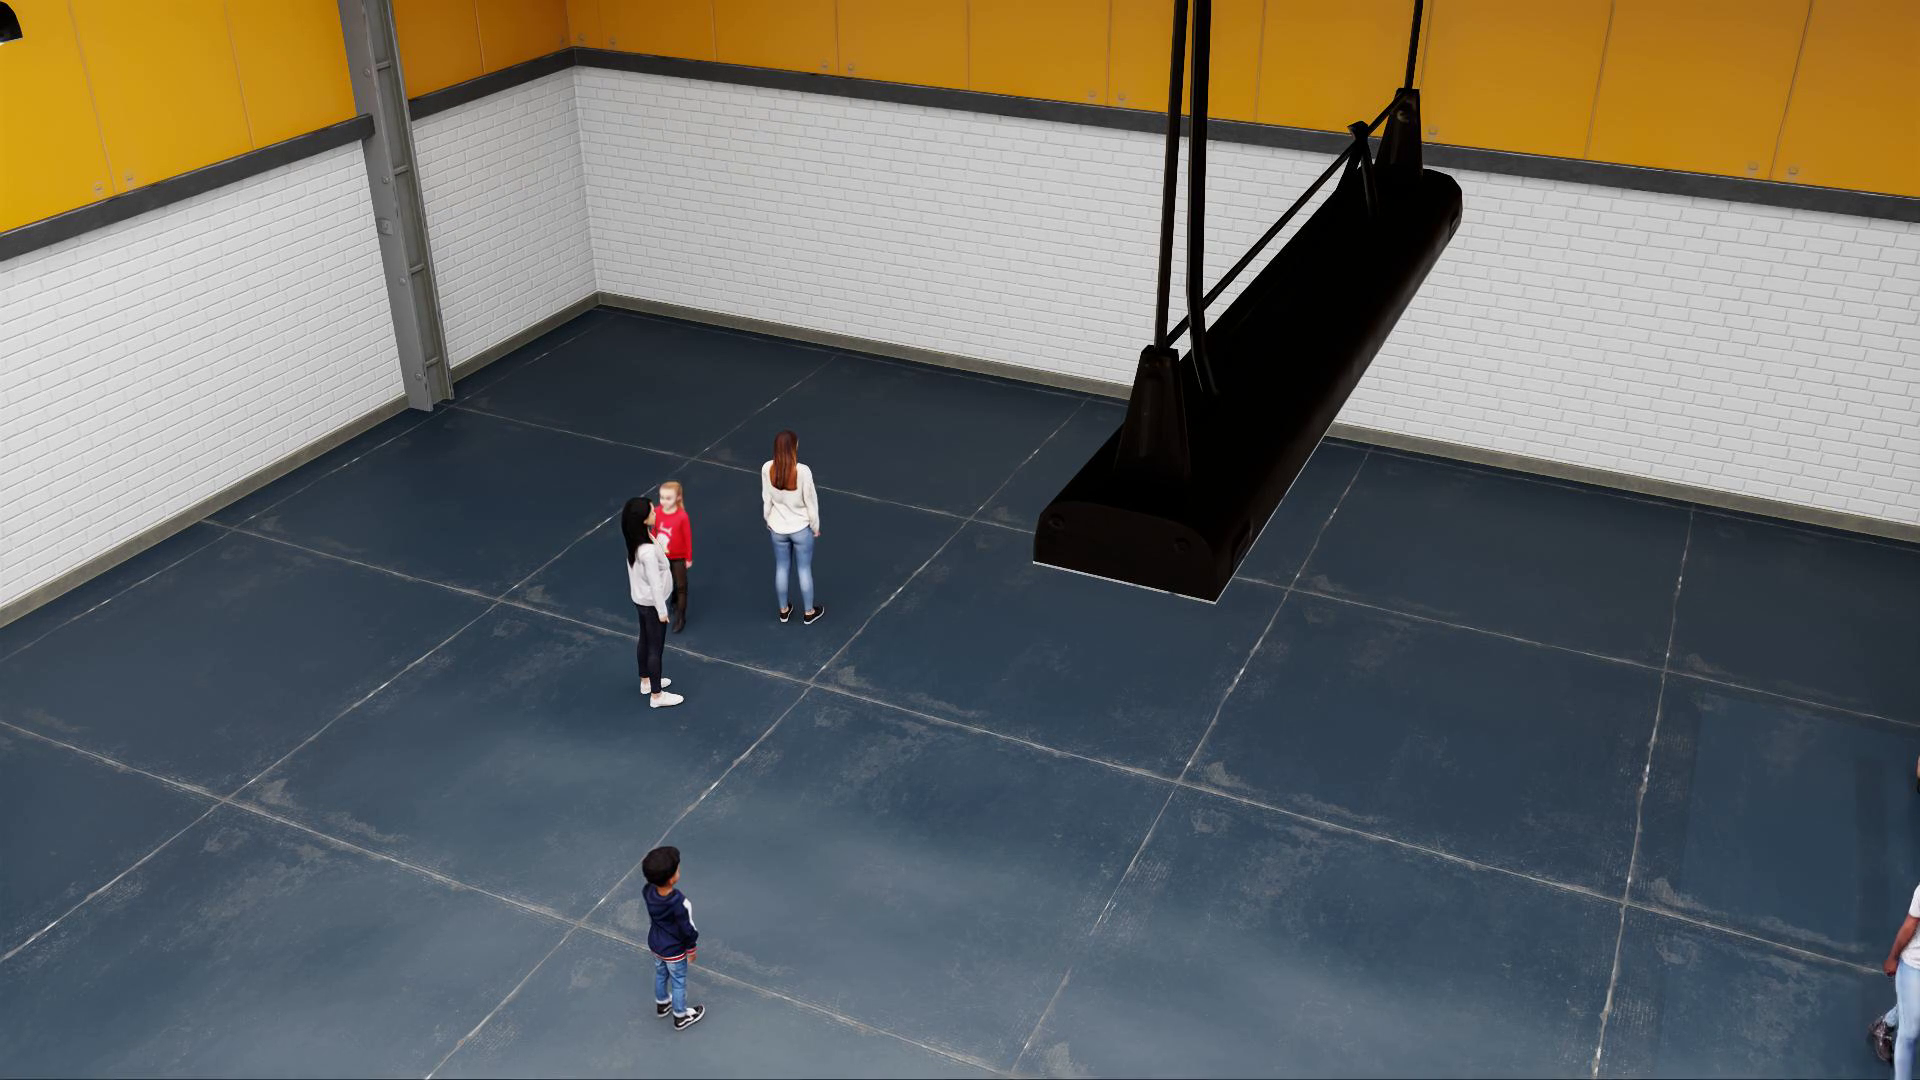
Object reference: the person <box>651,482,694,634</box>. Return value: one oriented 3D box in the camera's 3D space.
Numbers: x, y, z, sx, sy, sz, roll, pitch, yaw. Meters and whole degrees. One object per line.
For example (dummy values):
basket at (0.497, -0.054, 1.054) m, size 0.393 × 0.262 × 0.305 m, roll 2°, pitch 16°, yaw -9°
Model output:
person at (-2.296, 0.094, 13.393) m, size 0.569 × 1.277 × 0.679 m, roll 7°, pitch 29°, yaw 12°

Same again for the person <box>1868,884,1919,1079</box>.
person at (5.223, 2.272, 8.979) m, size 0.774 × 1.681 × 1.195 m, roll 6°, pitch 29°, yaw 11°

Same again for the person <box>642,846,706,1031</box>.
person at (-1.663, 2.260, 9.481) m, size 0.551 × 1.222 × 0.532 m, roll 21°, pitch 35°, yaw 33°

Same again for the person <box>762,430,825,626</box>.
person at (-1.344, -0.104, 13.325) m, size 0.646 × 1.691 × 0.591 m, roll 8°, pitch 30°, yaw 14°

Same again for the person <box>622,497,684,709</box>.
person at (-2.306, 0.439, 12.319) m, size 0.737 × 1.700 × 0.705 m, roll -14°, pitch 32°, yaw -24°
